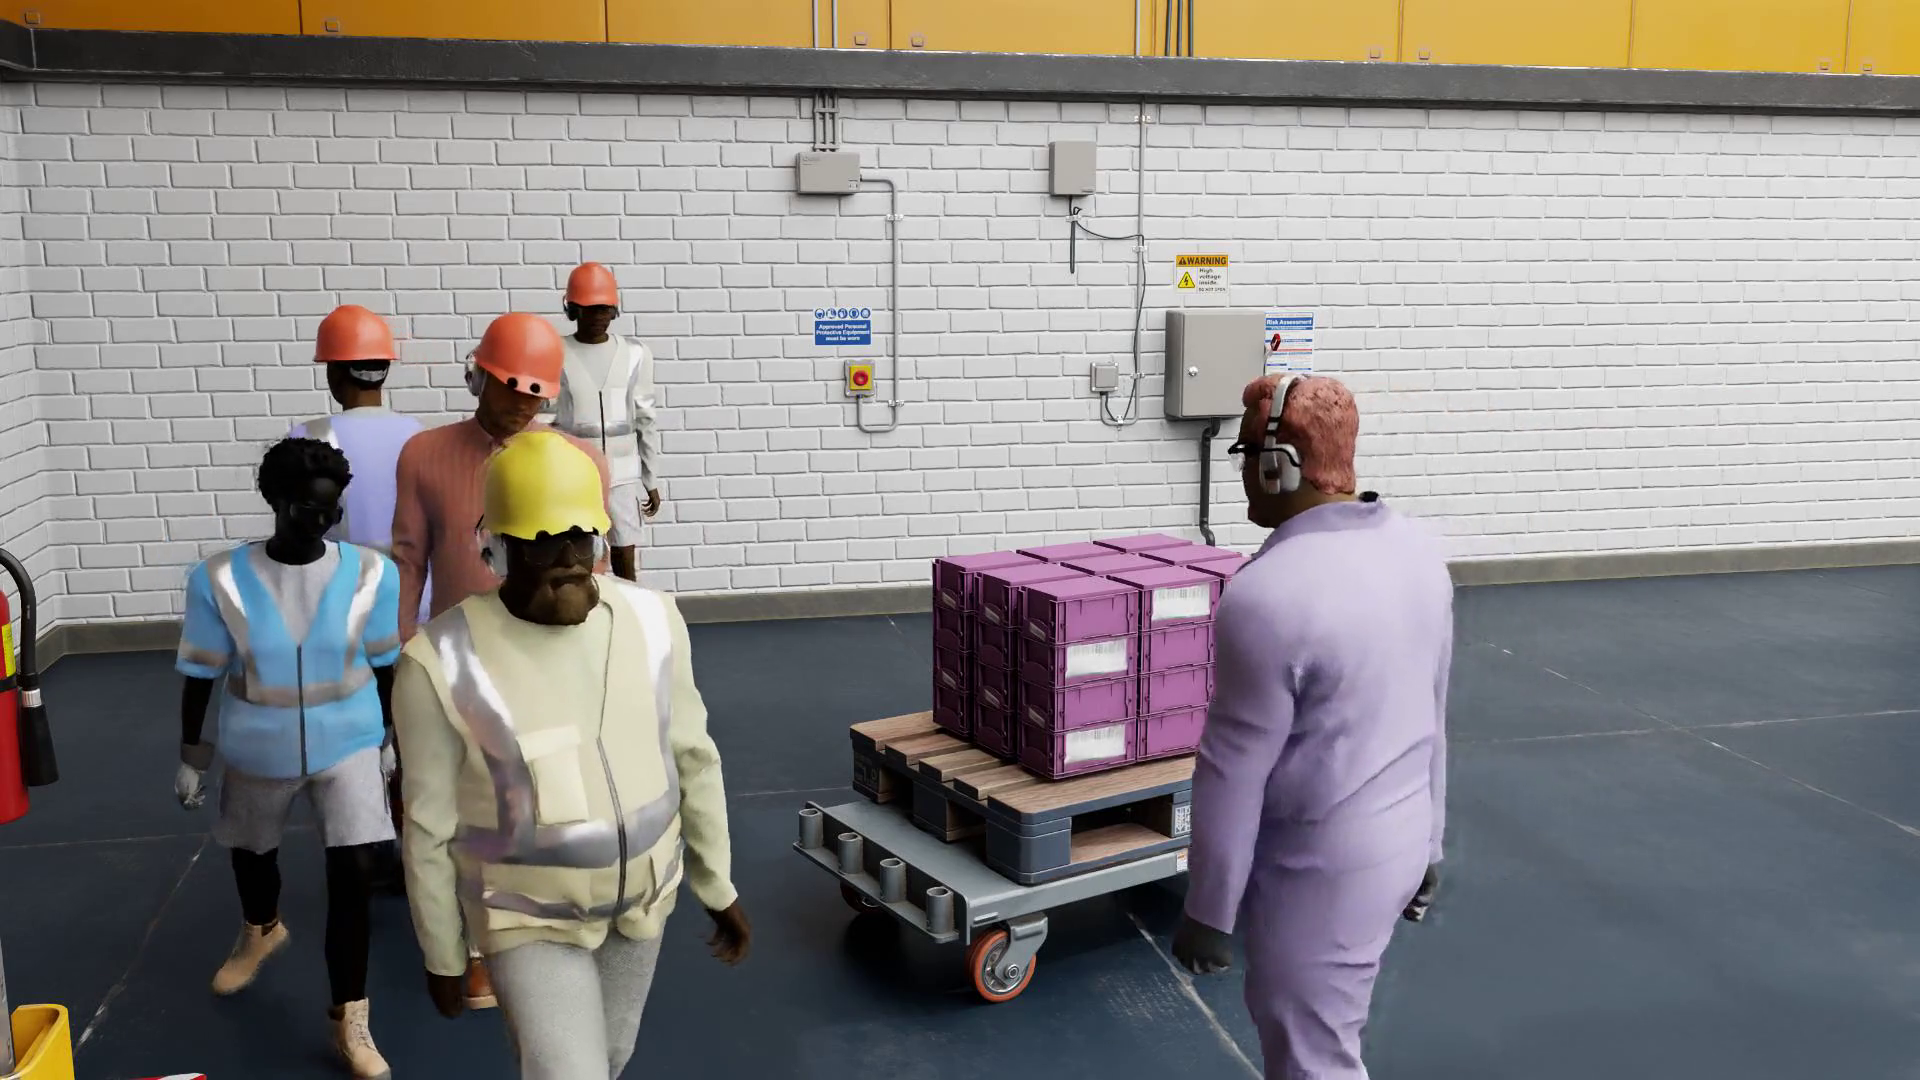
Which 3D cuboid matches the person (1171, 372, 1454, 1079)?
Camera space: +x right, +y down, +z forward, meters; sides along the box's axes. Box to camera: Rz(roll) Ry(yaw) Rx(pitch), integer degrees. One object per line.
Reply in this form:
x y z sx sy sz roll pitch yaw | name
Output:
0.672 0.626 3.184 0.430 1.886 0.645 8 13 36 | person

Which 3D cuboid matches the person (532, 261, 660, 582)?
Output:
-1.718 -0.293 7.896 0.609 2.032 0.410 -5 11 -27 | person

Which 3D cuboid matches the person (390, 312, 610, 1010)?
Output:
-1.318 0.302 4.859 0.652 1.941 0.767 0 10 -2 | person

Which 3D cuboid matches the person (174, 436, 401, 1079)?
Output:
-1.763 0.524 4.405 0.568 1.656 0.806 -4 11 -22 | person

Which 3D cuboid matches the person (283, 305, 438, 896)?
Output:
-1.876 0.223 5.305 0.563 1.928 0.423 -10 14 -43 | person

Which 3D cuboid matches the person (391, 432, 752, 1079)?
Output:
-0.764 0.671 3.214 0.595 1.797 0.905 -9 14 -41 | person
